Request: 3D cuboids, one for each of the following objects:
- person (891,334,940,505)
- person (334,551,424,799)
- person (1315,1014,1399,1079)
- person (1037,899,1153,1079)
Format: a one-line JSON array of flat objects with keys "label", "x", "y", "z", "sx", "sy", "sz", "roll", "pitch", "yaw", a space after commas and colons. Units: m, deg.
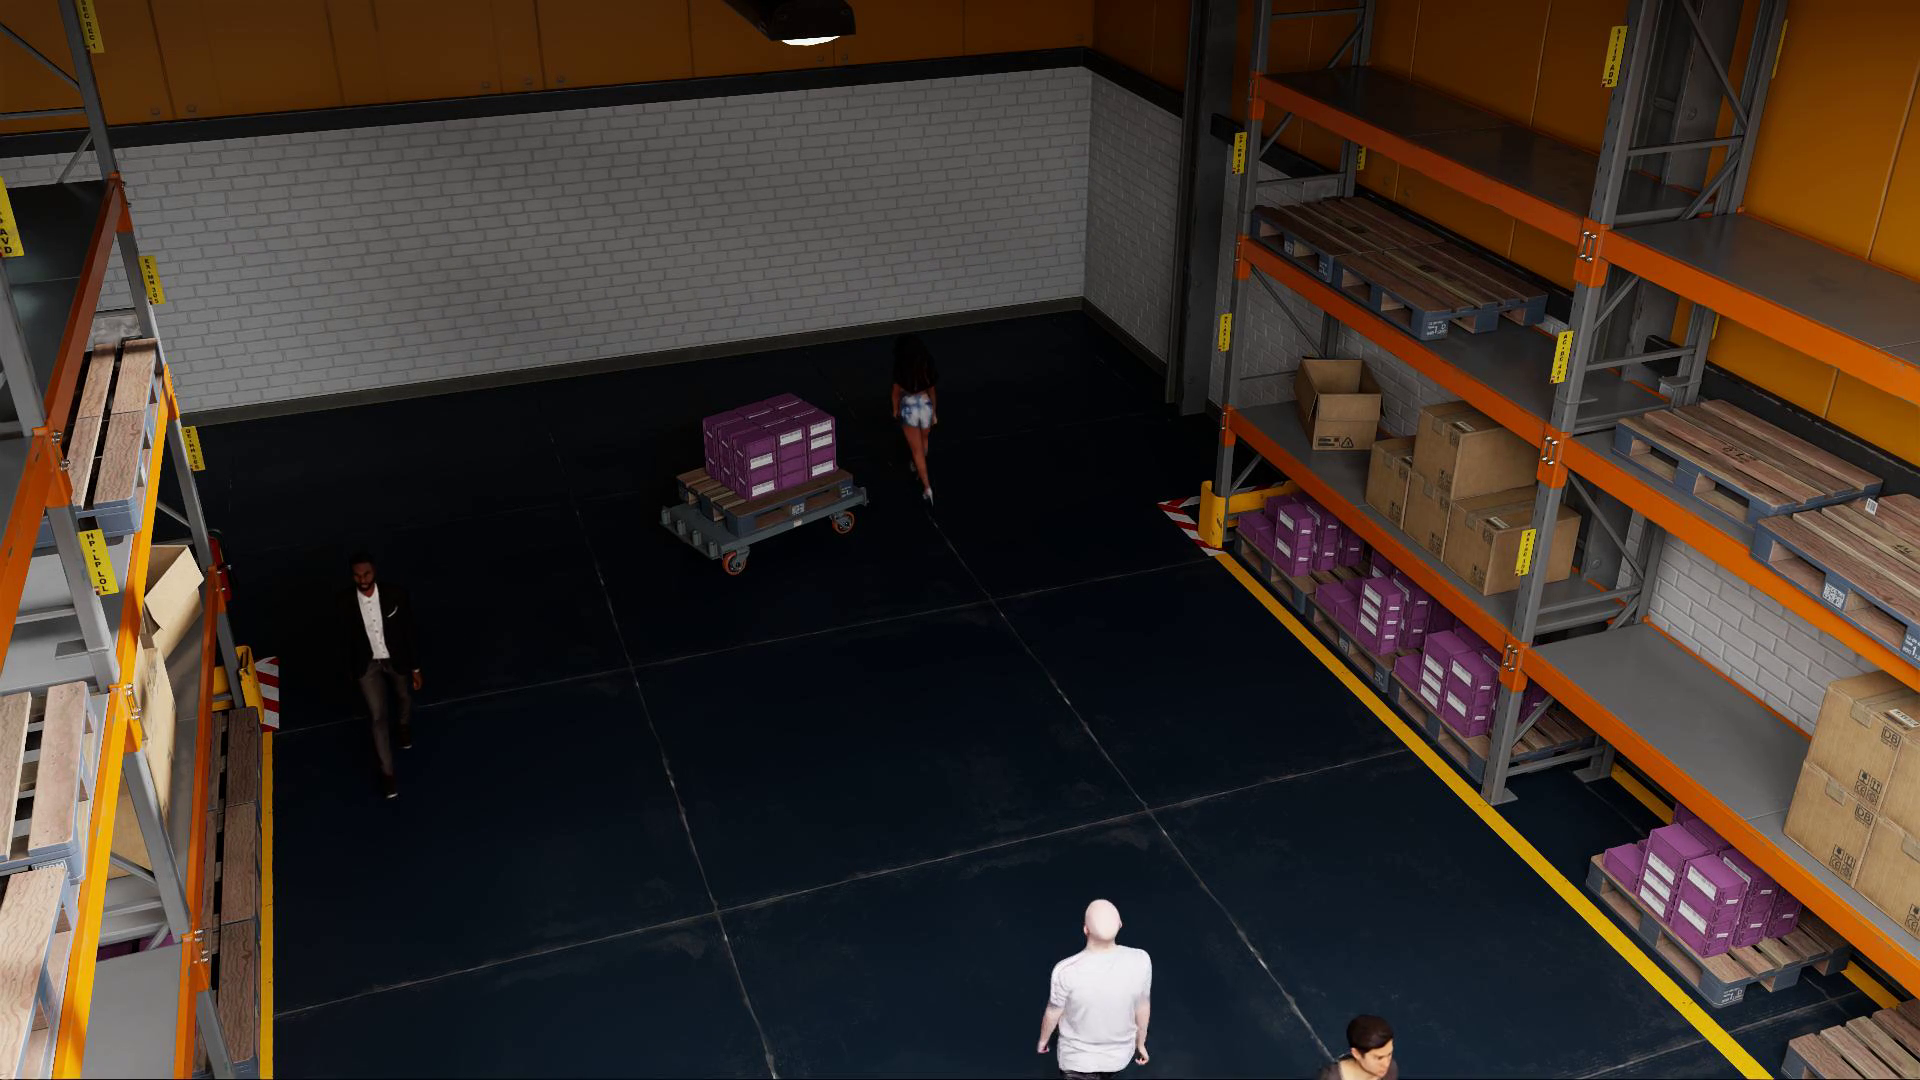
[{"label": "person", "x": -0.377, "y": -1.052, "z": 15.036, "sx": 0.624, "sy": 1.575, "sz": 0.934, "roll": -12, "pitch": 31, "yaw": -22}, {"label": "person", "x": -3.959, "y": 0.818, "z": 11.429, "sx": 0.658, "sy": 1.747, "sz": 1.130, "roll": -10, "pitch": 30, "yaw": -18}, {"label": "person", "x": 1.758, "y": 2.822, "z": 7.814, "sx": 0.611, "sy": 1.690, "sz": 0.956, "roll": -10, "pitch": 30, "yaw": -18}, {"label": "person", "x": 0.689, "y": 2.584, "z": 8.147, "sx": 0.723, "sy": 1.789, "sz": 1.151, "roll": -8, "pitch": 30, "yaw": -15}]
